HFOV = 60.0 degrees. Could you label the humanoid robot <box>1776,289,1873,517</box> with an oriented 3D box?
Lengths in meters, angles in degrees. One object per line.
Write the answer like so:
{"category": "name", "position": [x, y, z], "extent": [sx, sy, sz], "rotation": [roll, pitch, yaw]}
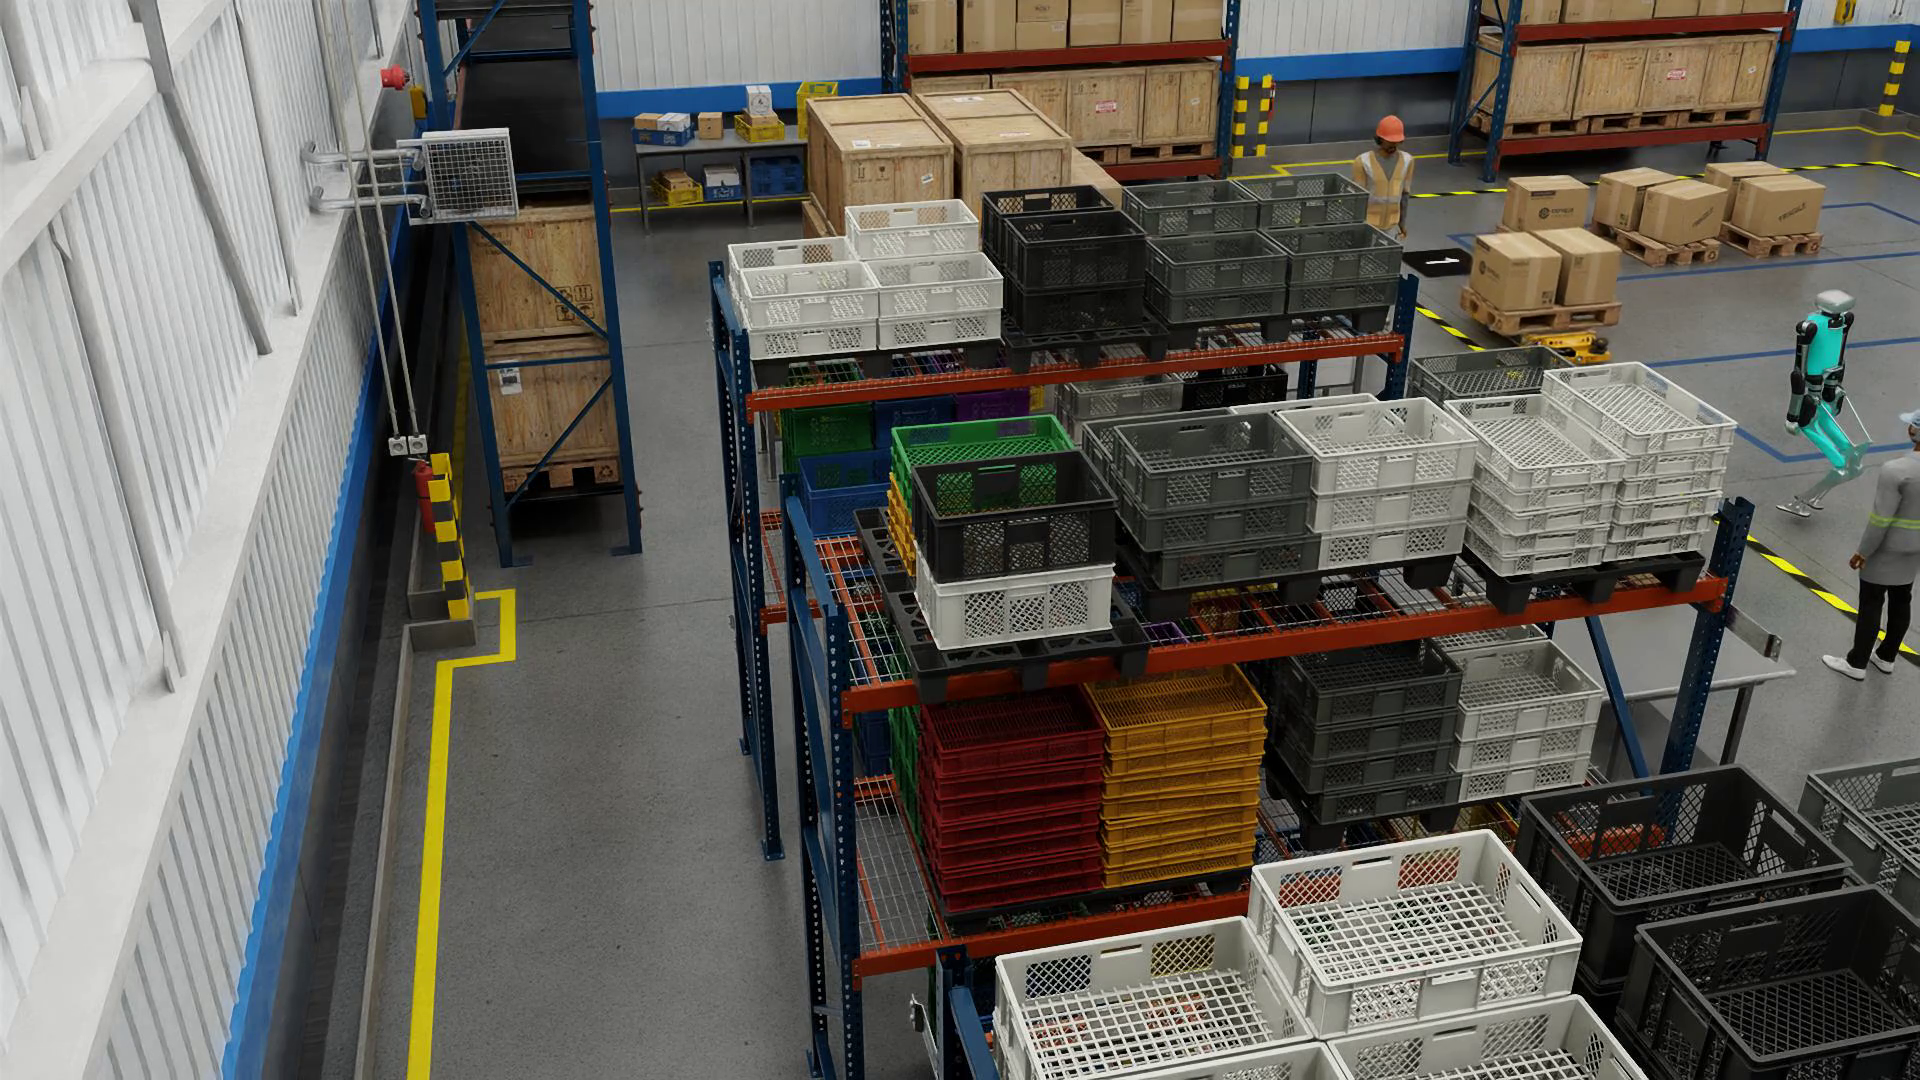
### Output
{"category": "humanoid robot", "position": [6.380, -0.939, 12.105], "extent": [0.533, 1.681, 0.735], "rotation": [-15, 31, -26]}

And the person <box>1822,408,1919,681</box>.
{"category": "person", "position": [5.799, 0.009, 10.331], "extent": [0.599, 1.850, 0.386], "rotation": [-8, 29, -15]}

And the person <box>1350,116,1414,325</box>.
{"category": "person", "position": [4.011, -3.039, 15.913], "extent": [0.614, 2.040, 0.379], "rotation": [-5, 28, -10]}

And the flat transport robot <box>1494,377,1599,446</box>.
{"category": "flat transport robot", "position": [4.780, -1.036, 14.013], "extent": [0.659, 0.231, 1.431], "rotation": [-6, 28, -12]}

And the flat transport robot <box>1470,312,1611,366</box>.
{"category": "flat transport robot", "position": [5.516, -2.018, 15.846], "extent": [0.652, 0.197, 1.431], "rotation": [-6, 28, -12]}
